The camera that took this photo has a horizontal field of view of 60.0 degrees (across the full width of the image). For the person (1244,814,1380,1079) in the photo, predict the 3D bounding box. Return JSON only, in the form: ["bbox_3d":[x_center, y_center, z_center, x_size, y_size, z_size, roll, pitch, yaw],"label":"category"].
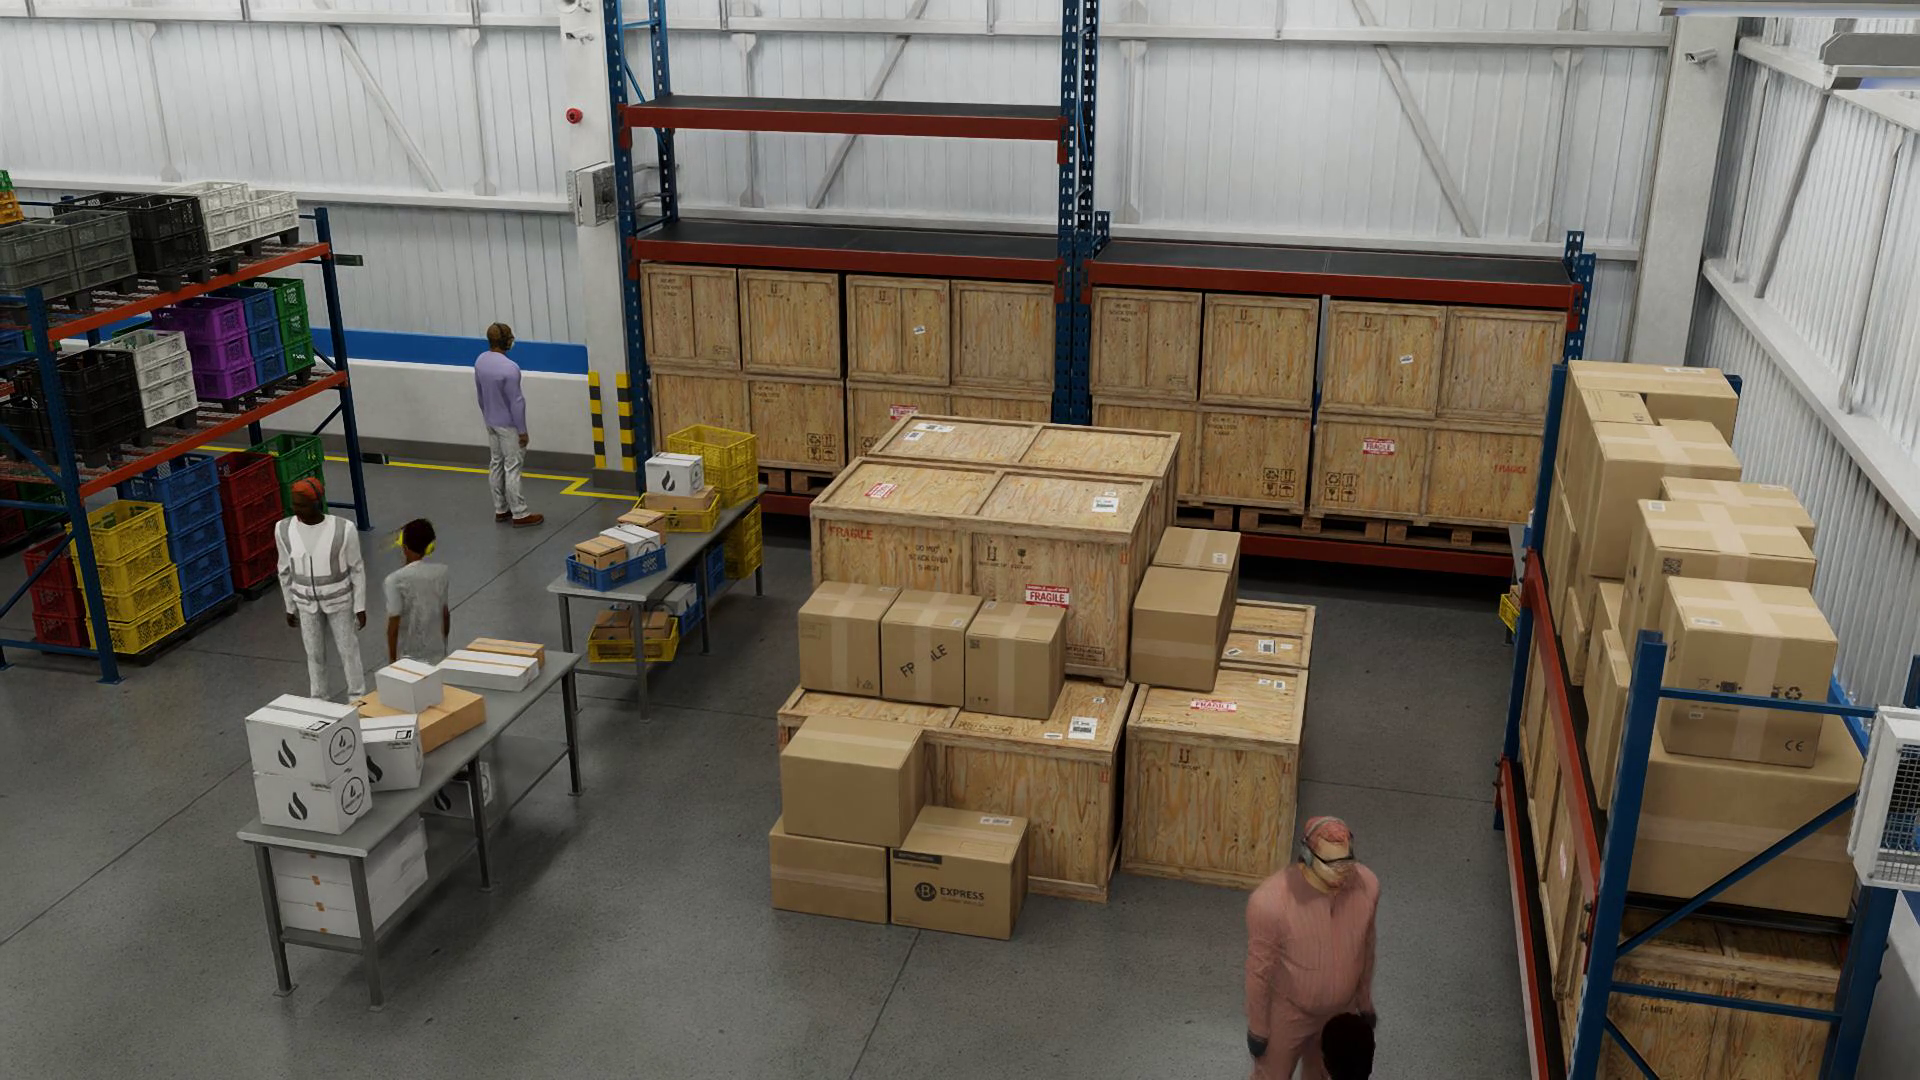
[{"bbox_3d":[1.554,2.060,7.349,0.644,1.906,0.399,-8,22,-19],"label":"person"}]

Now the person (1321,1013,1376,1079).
[{"bbox_3d":[1.318,2.603,6.005,0.641,1.866,1.029,11,24,27],"label":"person"}]

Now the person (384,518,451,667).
[{"bbox_3d":[-3.541,0.788,10.789,0.336,1.833,0.678,12,24,28],"label":"person"}]

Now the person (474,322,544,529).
[{"bbox_3d":[-4.235,-1.075,15.500,0.629,1.940,0.379,19,28,40],"label":"person"}]

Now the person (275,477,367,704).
[{"bbox_3d":[-4.421,0.453,11.584,0.575,1.881,0.360,0,21,-1],"label":"person"}]
